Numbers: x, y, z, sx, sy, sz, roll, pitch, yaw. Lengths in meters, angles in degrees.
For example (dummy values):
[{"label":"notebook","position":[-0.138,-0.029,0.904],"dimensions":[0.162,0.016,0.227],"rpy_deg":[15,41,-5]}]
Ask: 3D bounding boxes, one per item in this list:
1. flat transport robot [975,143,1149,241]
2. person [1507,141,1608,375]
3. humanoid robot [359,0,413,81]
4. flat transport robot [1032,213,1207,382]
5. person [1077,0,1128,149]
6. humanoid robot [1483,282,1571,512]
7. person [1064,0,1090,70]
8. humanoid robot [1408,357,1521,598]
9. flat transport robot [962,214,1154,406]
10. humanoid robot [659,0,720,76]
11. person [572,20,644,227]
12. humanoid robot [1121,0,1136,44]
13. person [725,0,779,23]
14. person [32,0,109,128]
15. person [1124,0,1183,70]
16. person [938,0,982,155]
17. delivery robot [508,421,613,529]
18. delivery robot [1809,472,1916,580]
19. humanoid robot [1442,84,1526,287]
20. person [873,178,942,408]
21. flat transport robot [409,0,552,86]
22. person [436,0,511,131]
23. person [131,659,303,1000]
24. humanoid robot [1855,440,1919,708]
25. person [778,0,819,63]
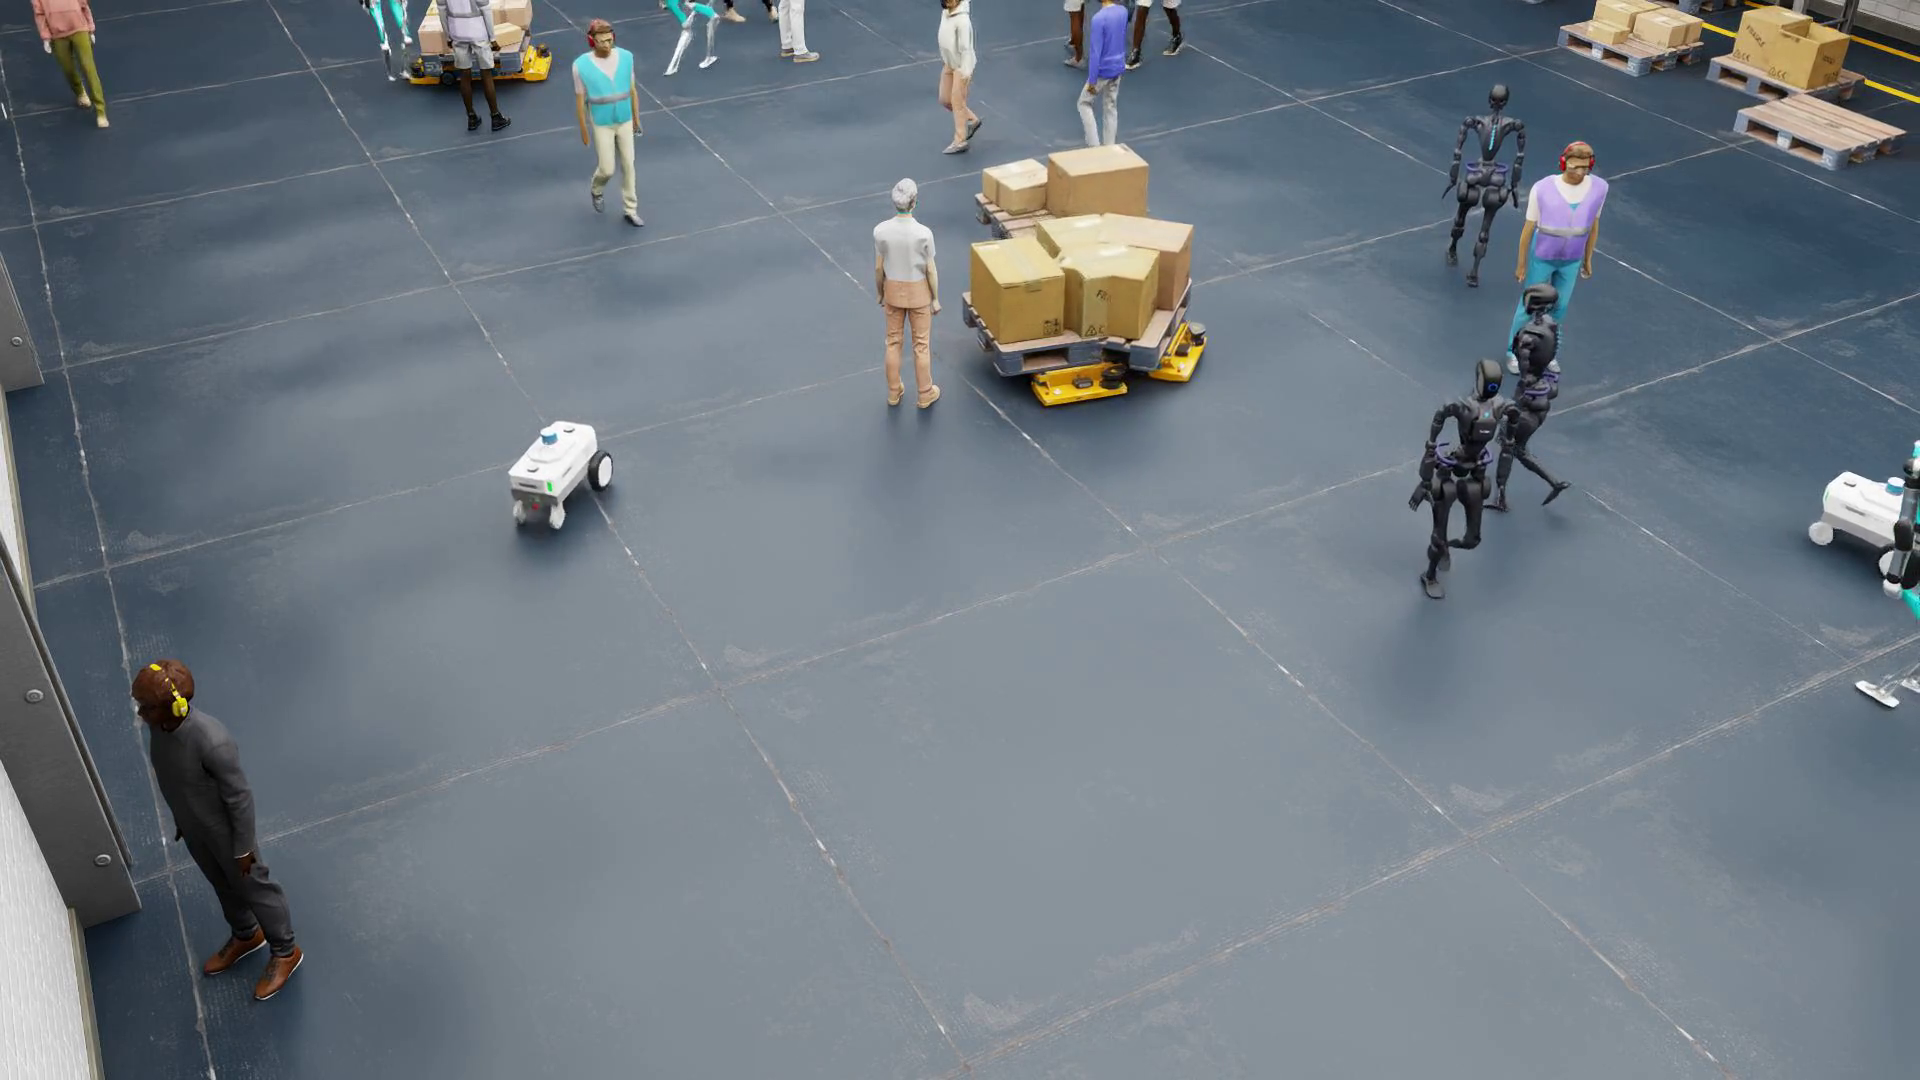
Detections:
[{"label":"flat transport robot","position":[0.870,-2.572,14.388],"dimensions":[0.659,0.231,1.431],"rpy_deg":[-12,37,-16]},{"label":"person","position":[4.409,-2.102,12.352],"dimensions":[0.569,1.837,0.380],"rpy_deg":[-2,35,-3]},{"label":"humanoid robot","position":[-6.058,-5.666,17.551],"dimensions":[0.531,1.810,0.739],"rpy_deg":[-14,37,-19]},{"label":"flat transport robot","position":[1.152,-1.560,12.943],"dimensions":[1.431,0.231,0.659],"rpy_deg":[11,37,16]},{"label":"person","position":[1.345,-4.437,15.673],"dimensions":[0.519,1.859,0.468],"rpy_deg":[-26,42,-32]},{"label":"humanoid robot","position":[3.740,-0.859,10.734],"dimensions":[0.565,1.636,0.612],"rpy_deg":[21,40,27]},{"label":"person","position":[1.236,-6.148,18.072],"dimensions":[0.602,1.899,0.875],"rpy_deg":[-14,37,-19]},{"label":"humanoid robot","position":[3.014,-0.404,10.058],"dimensions":[0.588,1.640,0.428],"rpy_deg":[-4,35,-5]},{"label":"flat transport robot","position":[0.726,-1.485,12.835],"dimensions":[0.659,0.231,1.431],"rpy_deg":[-10,36,-14]},{"label":"humanoid robot","position":[-2.933,-5.912,17.906],"dimensions":[0.576,1.785,0.896],"rpy_deg":[25,42,31]},{"label":"person","position":[-3.067,-3.659,14.582],"dimensions":[0.563,1.831,0.509],"rpy_deg":[-24,42,-30]},{"label":"humanoid robot","position":[1.924,-6.412,18.657],"dimensions":[0.593,1.645,0.348],"rpy_deg":[-25,42,-31]},{"label":"person","position":[-2.473,-6.746,19.146],"dimensions":[0.766,1.646,0.541],"rpy_deg":[29,44,35]},{"label":"person","position":[-8.952,-5.112,16.678],"dimensions":[0.519,1.806,0.848],"rpy_deg":[-17,38,-23]},{"label":"person","position":[2.178,-6.151,18.060],"dimensions":[0.605,1.927,0.986],"rpy_deg":[21,40,27]},{"label":"person","position":[-0.030,-4.539,15.982],"dimensions":[0.502,1.654,0.511],"rpy_deg":[-18,39,-24]},{"label":"delivery robot","position":[-2.707,-0.484,11.173],"dimensions":[0.499,0.613,0.796],"rpy_deg":[9,36,13]},{"label":"delivery robot","position":[5.919,-0.105,10.633],"dimensions":[0.499,0.614,0.812],"rpy_deg":[-27,43,-33]},{"label":"humanoid robot","position":[4.336,-2.986,13.771],"dimensions":[0.614,1.632,0.706],"rpy_deg":[7,36,9]},{"label":"person","position":[-0.372,-1.760,11.940],"dimensions":[0.471,1.747,0.321],"rpy_deg":[9,36,12]},{"label":"flat transport robot","position":[-5.212,-5.178,18.109],"dimensions":[1.431,0.231,0.659],"rpy_deg":[-3,35,-5]},{"label":"person","position":[-4.830,-4.997,16.398],"dimensions":[0.541,1.938,0.356],"rpy_deg":[4,35,6]},{"label":"person","position":[-3.350,1.292,7.473],"dimensions":[0.491,1.875,0.356],"rpy_deg":[18,39,24]},{"label":"humanoid robot","position":[5.422,0.183,9.159],"dimensions":[0.531,1.756,0.732],"rpy_deg":[-23,41,-29]},{"label":"person","position":[-1.824,-6.179,18.133],"dimensions":[0.356,1.882,0.574],"rpy_deg":[-22,41,-29]}]
